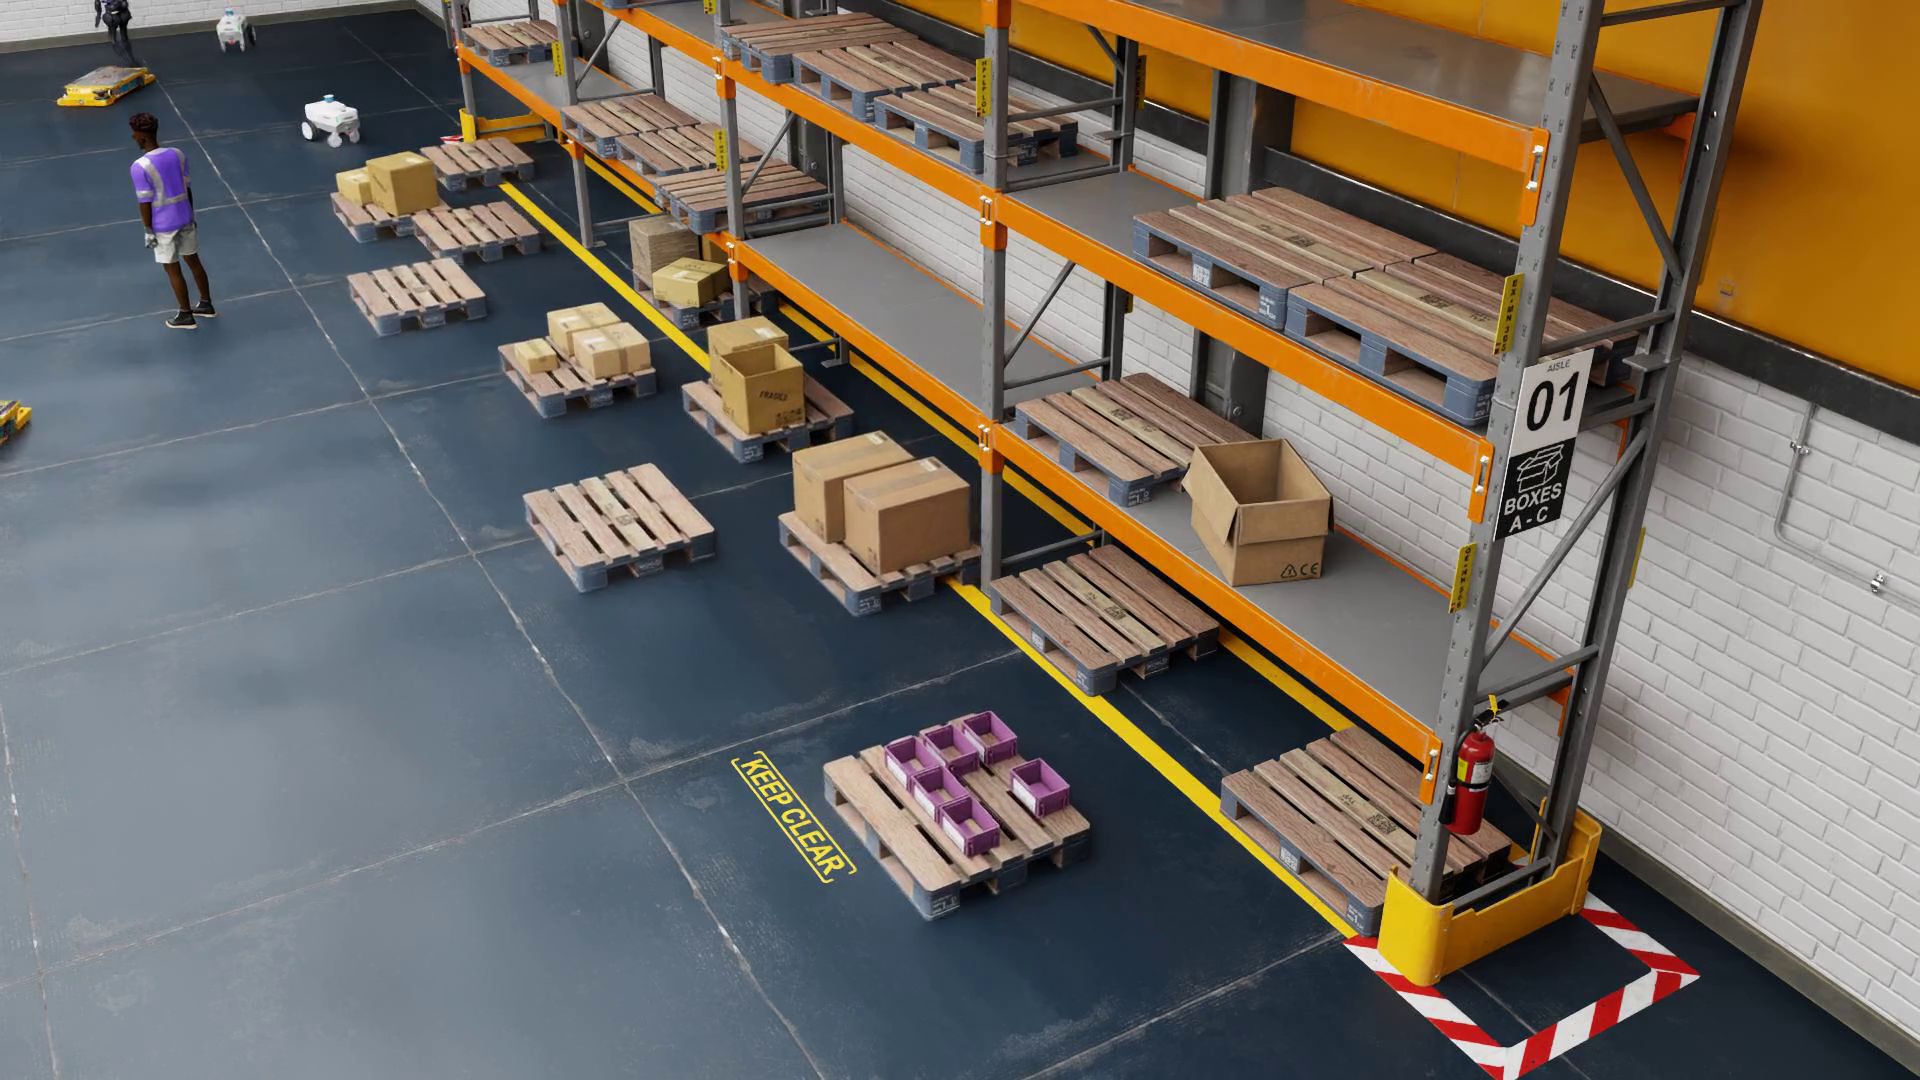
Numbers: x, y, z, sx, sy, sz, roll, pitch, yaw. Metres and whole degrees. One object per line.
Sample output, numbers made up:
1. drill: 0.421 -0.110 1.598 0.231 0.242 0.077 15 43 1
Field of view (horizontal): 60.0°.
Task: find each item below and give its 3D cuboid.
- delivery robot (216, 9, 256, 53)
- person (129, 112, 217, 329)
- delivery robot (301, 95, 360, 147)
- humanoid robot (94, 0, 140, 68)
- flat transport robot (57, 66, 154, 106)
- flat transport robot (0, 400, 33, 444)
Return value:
1. delivery robot: -10.811 -7.587 24.743 0.499 0.602 0.795 -7 30 -12
2. person: -7.129 -2.876 15.001 0.370 1.958 0.605 10 31 17
3. delivery robot: -7.749 -5.169 20.486 0.784 0.613 0.520 21 36 32
4. humanoid robot: -11.830 -7.407 23.308 0.469 1.669 0.602 10 31 16
5. flat transport robot: -11.525 -6.128 22.450 0.659 0.231 1.431 1 30 1
6. flat transport robot: -7.852 -0.735 12.929 0.659 0.231 1.431 -2 30 -4
